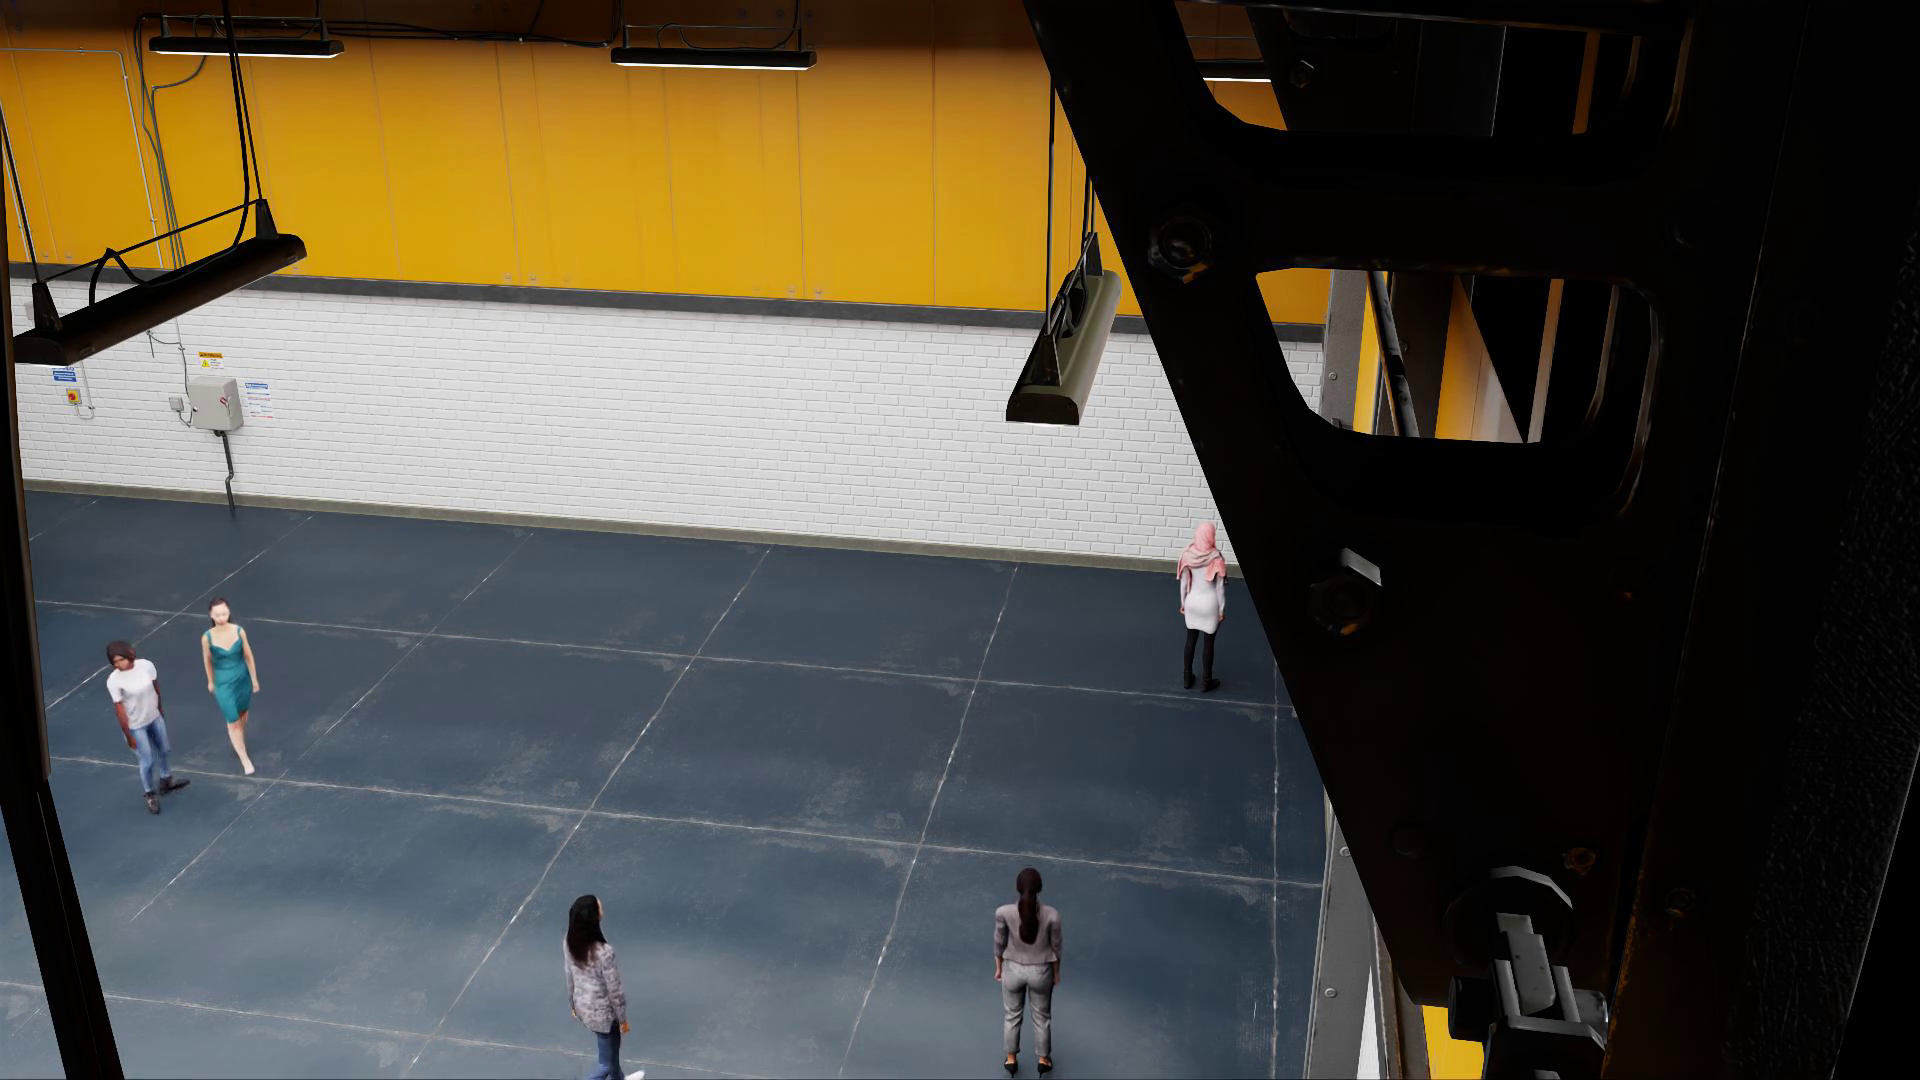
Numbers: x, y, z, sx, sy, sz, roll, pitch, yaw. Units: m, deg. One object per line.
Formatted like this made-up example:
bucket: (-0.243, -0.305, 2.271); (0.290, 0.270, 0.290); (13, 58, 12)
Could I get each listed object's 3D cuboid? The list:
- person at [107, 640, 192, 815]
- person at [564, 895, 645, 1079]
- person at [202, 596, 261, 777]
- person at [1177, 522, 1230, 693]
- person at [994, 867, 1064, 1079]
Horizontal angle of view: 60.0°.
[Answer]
person: (-7.109, 1.581, 14.493); (0.881, 1.692, 0.653); (6, 24, 13)
person: (-2.426, 3.129, 10.929); (0.932, 1.710, 1.161); (16, 28, 32)
person: (-6.669, 1.286, 15.223); (0.990, 1.648, 1.054); (-15, 28, -30)
person: (2.405, 0.653, 16.476); (0.716, 1.804, 0.712); (13, 27, 27)
person: (0.460, 2.962, 11.351); (0.631, 1.678, 0.600); (2, 24, 5)
